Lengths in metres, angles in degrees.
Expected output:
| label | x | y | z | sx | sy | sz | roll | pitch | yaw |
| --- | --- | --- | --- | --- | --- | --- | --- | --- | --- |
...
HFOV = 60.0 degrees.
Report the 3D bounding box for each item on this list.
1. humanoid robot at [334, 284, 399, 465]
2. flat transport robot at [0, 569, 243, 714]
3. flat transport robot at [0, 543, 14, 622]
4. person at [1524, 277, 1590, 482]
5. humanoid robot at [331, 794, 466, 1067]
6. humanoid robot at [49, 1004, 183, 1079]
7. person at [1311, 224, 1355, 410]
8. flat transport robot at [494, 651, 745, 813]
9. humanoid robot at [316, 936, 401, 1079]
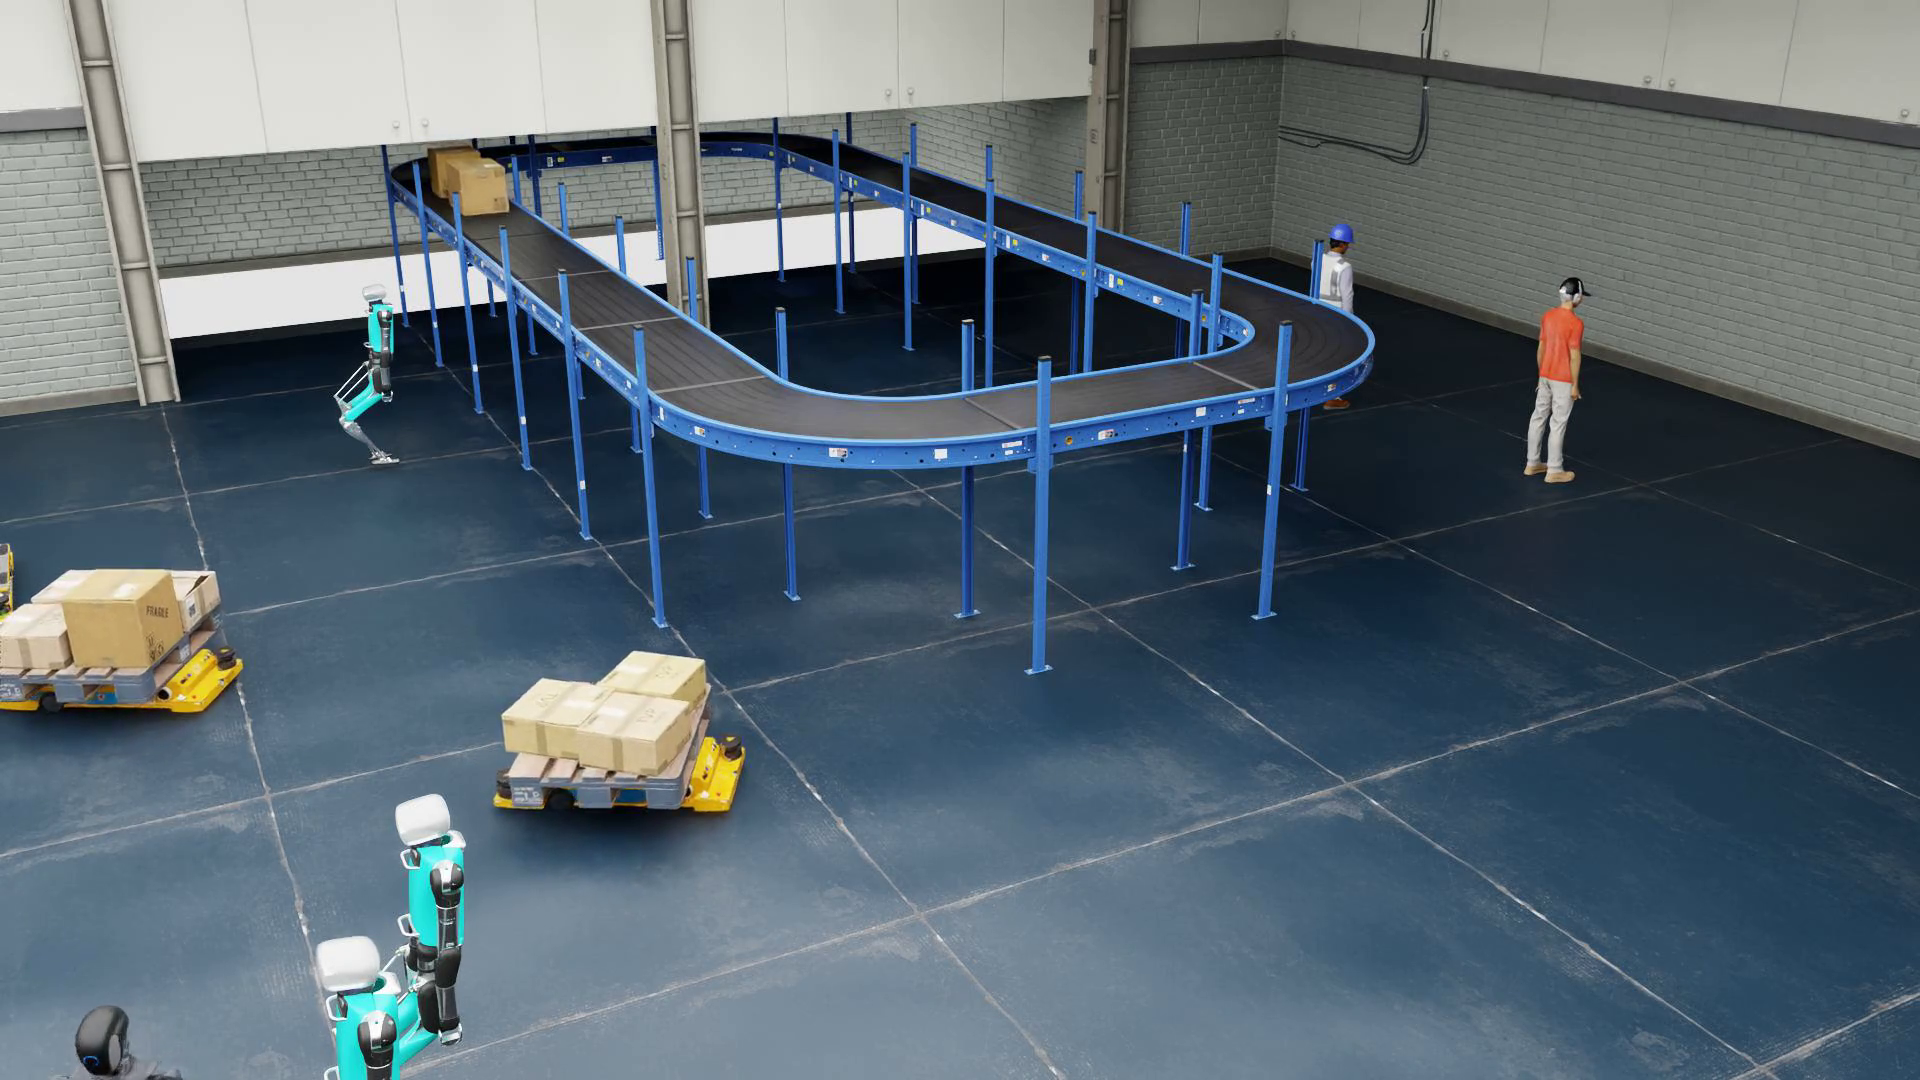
| label | x | y | z | sx | sy | sz | roll | pitch | yaw |
| --- | --- | --- | --- | --- | --- | --- | --- | --- | --- |
| humanoid robot | -5.577 | -1.516 | 15.488 | 0.735 | 1.677 | 0.533 | -11 | 25 | -26 |
| flat transport robot | -5.814 | 0.940 | 11.553 | 1.431 | 0.231 | 0.659 | 0 | 22 | 1 |
| flat transport robot | -7.754 | 0.374 | 12.950 | 0.659 | 0.231 | 1.431 | -11 | 25 | -26 |
| person | 5.543 | -1.483 | 15.361 | 0.407 | 1.908 | 0.474 | -11 | 25 | -25 |
| humanoid robot | -2.397 | 1.907 | 7.025 | 0.735 | 1.677 | 0.533 | -11 | 25 | -26 |
| humanoid robot | -3.049 | 2.364 | 6.163 | 0.622 | 1.648 | 0.440 | -3 | 22 | -8 |
| person | 3.898 | -2.338 | 17.430 | 0.394 | 1.939 | 0.601 | -11 | 25 | -25 |
| flat transport robot | -2.099 | 1.437 | 10.323 | 1.431 | 0.231 | 0.659 | 0 | 22 | 1 |
| humanoid robot | -2.366 | 2.271 | 6.133 | 0.735 | 1.672 | 0.533 | -11 | 25 | -26 |
